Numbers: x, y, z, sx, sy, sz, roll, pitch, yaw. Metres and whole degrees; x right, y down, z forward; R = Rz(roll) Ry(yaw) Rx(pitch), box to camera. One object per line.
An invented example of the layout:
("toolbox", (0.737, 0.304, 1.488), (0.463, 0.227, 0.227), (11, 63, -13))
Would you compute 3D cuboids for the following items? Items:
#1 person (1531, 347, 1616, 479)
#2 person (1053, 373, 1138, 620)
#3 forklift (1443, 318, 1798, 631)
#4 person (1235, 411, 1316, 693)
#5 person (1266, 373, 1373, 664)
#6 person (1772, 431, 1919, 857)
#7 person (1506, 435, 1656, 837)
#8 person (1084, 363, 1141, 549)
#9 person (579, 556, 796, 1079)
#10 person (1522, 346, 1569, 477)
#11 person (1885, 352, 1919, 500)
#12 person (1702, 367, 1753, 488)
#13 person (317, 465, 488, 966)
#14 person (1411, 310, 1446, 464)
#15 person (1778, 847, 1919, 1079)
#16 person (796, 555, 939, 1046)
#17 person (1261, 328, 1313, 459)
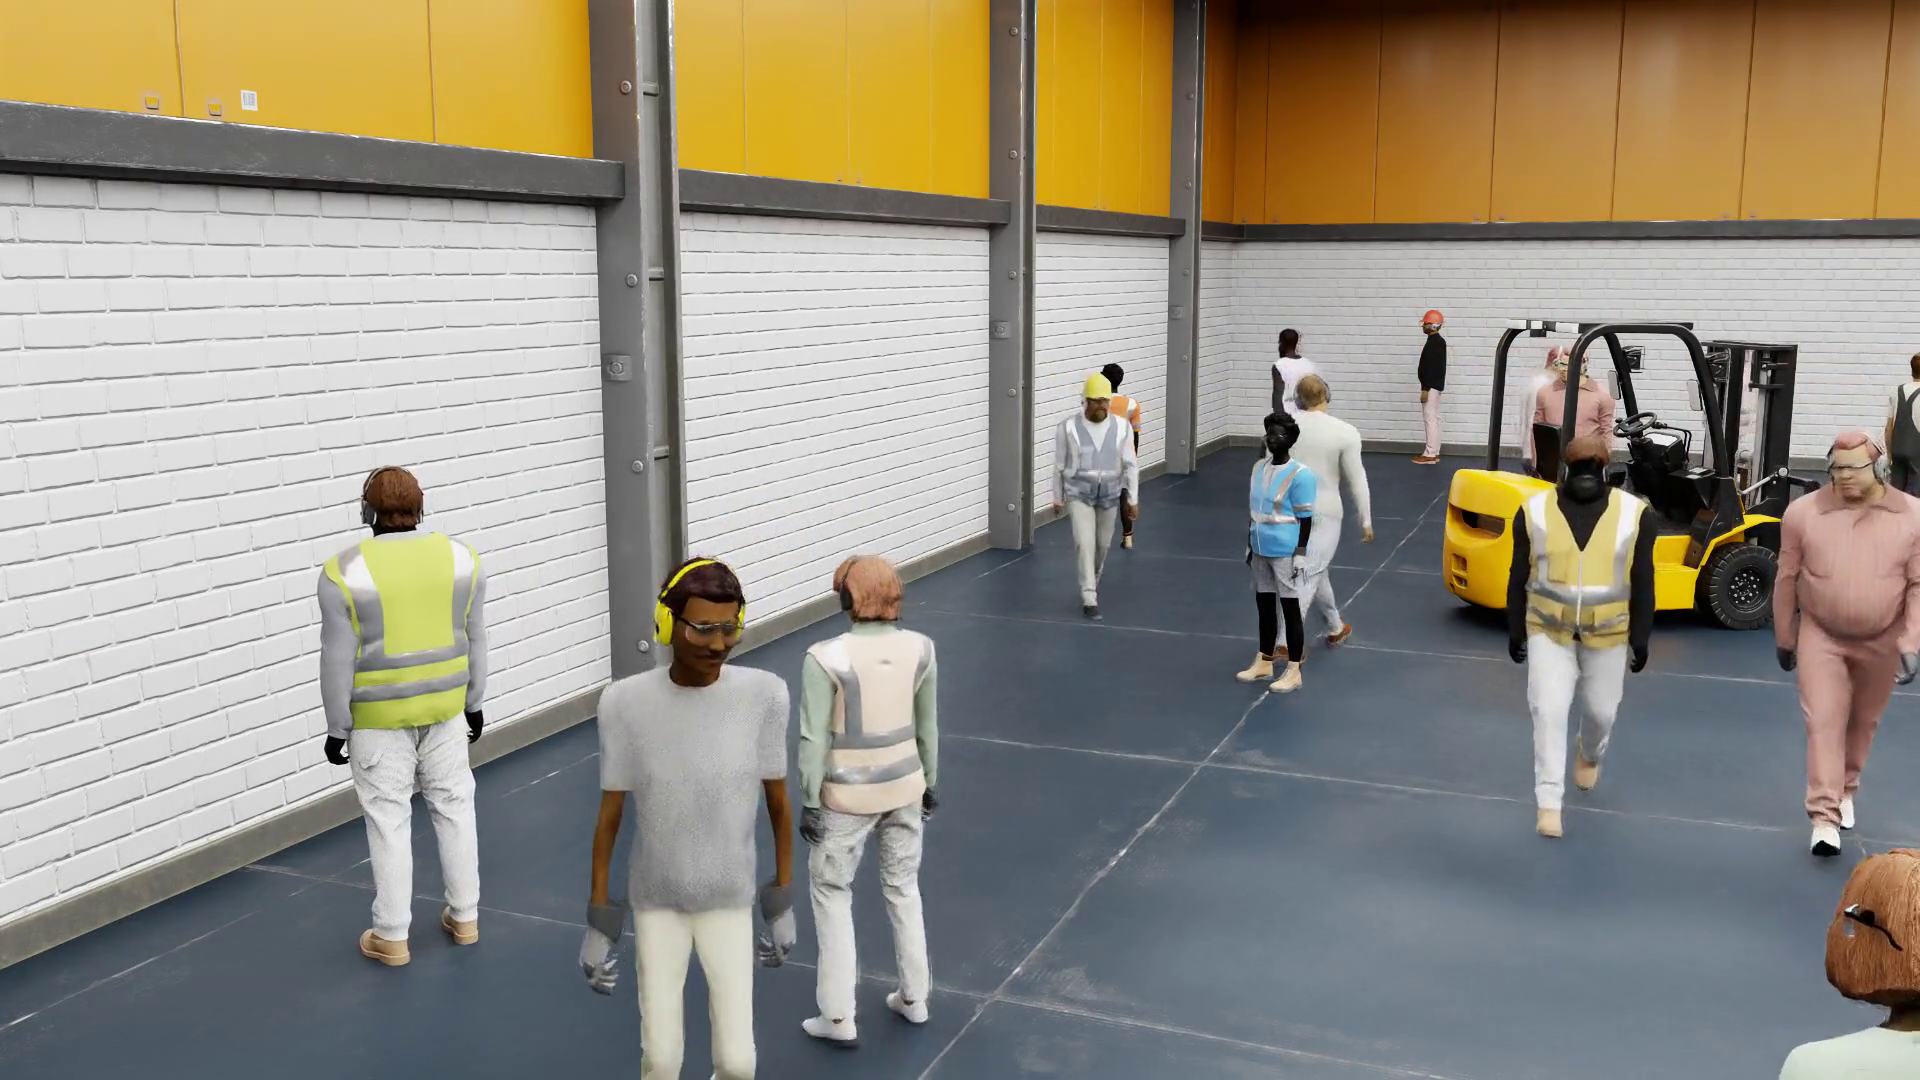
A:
("person", (5.012, -0.632, 13.691), (0.642, 1.905, 0.399), (6, 11, 32))
("person", (0.987, -0.357, 12.357), (0.597, 1.794, 0.889), (-1, 9, -9))
("forklift", (4.706, -0.497, 11.990), (2.313, 2.155, 1.214), (-2, 10, -10))
("person", (1.915, 0.067, 10.067), (0.315, 1.699, 0.541), (-5, 11, -29))
("person", (2.319, -0.147, 10.883), (0.670, 1.869, 1.075), (8, 12, 39))
("person", (3.910, 0.448, 7.305), (0.628, 1.839, 1.004), (4, 10, 25))
("person", (2.861, 0.403, 7.702), (0.646, 1.814, 0.813), (3, 10, 19))
("person", (1.376, -0.750, 15.059), (0.529, 1.690, 0.321), (-1, 9, -4))
("person", (-0.711, 0.940, 4.349), (0.555, 1.847, 0.505), (-1, 9, -7))
("person", (5.245, -0.759, 14.578), (0.948, 1.858, 0.656), (5, 11, 27))
("person", (8.168, -0.695, 14.250), (0.326, 1.842, 0.517), (-3, 10, -20))
("person", (7.681, -1.064, 16.556), (0.636, 1.822, 0.698), (-9, 13, -43))
("person", (-2.058, 0.640, 6.167), (0.629, 1.842, 0.429), (-8, 12, -39))
("person", (6.117, -1.986, 21.601), (0.370, 1.996, 0.622), (5, 11, 28))
("person", (1.520, 1.305, 2.784), (0.520, 1.626, 0.348), (-3, 10, -17))
("person", (-0.295, 0.856, 5.532), (0.545, 1.623, 0.329), (-7, 11, -35))
("person", (3.466, -1.291, 17.677), (0.607, 1.902, 0.523), (-7, 12, -36))
